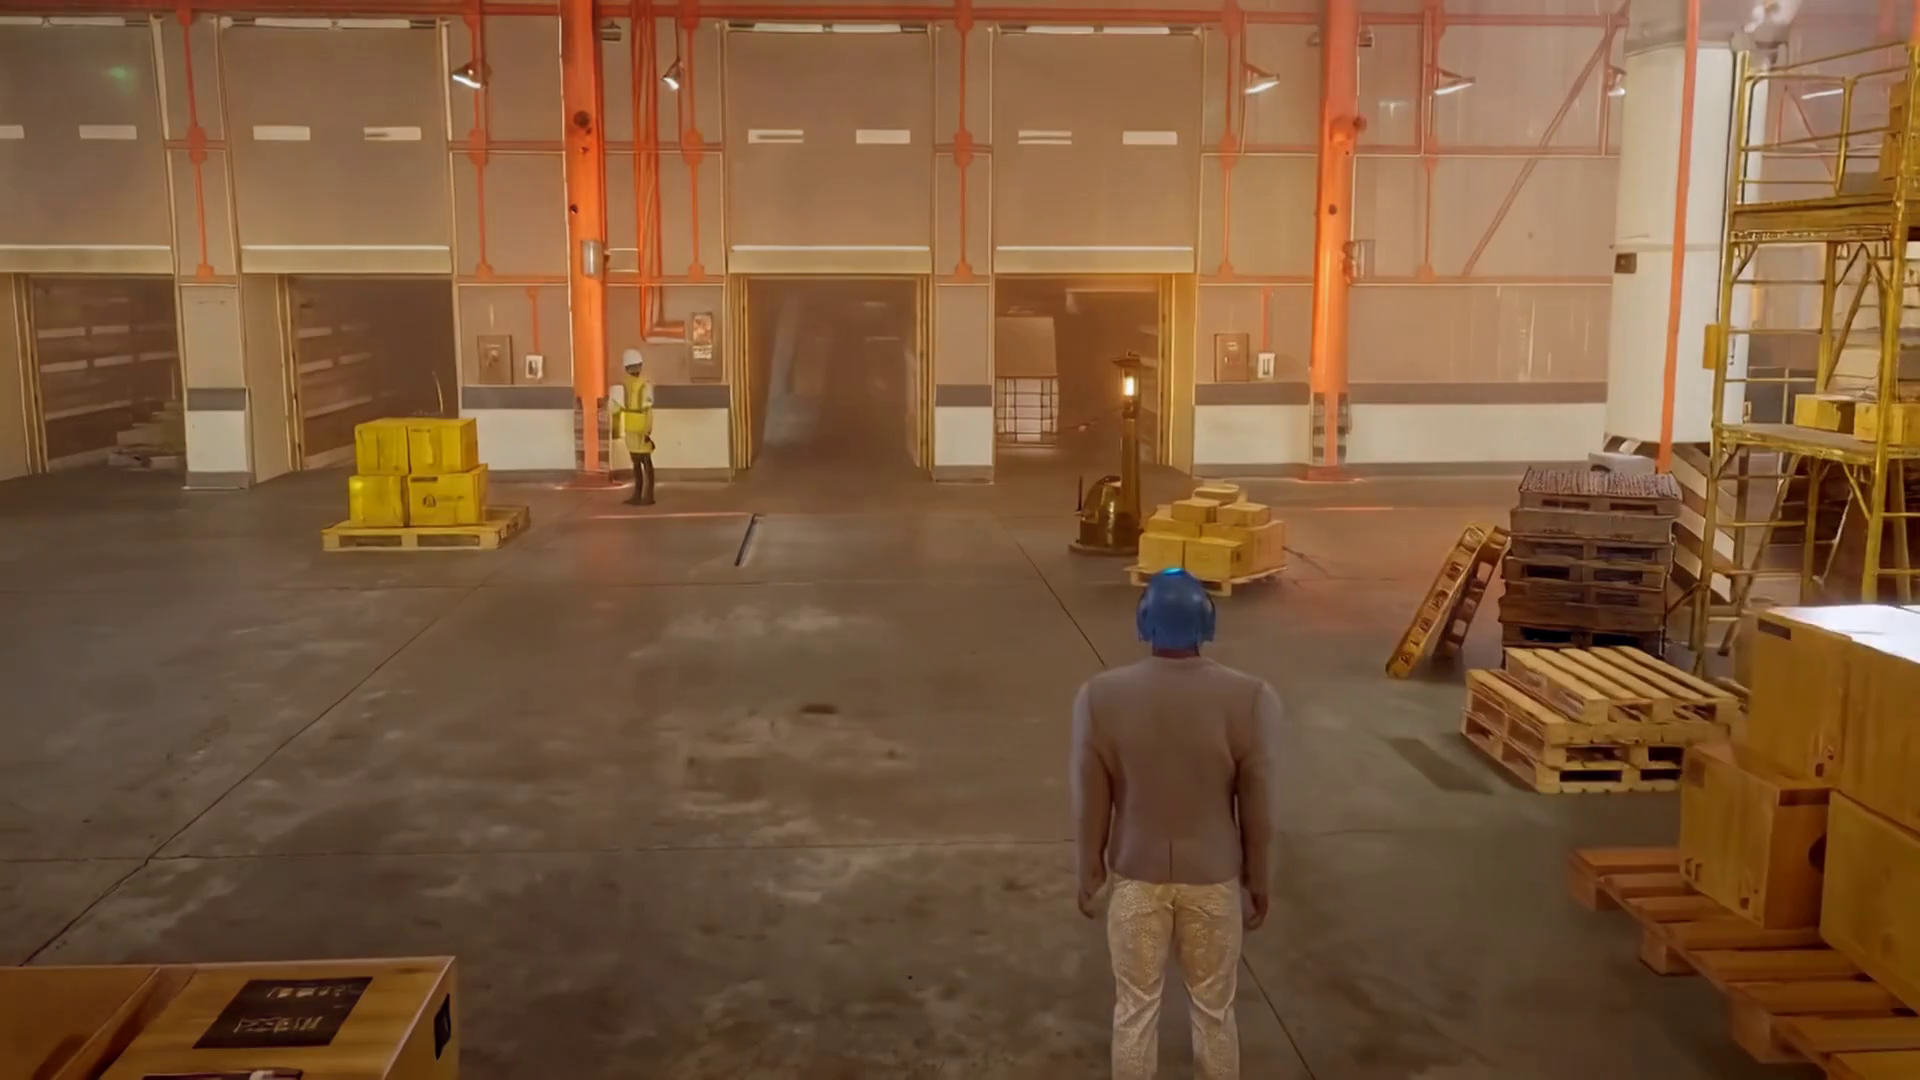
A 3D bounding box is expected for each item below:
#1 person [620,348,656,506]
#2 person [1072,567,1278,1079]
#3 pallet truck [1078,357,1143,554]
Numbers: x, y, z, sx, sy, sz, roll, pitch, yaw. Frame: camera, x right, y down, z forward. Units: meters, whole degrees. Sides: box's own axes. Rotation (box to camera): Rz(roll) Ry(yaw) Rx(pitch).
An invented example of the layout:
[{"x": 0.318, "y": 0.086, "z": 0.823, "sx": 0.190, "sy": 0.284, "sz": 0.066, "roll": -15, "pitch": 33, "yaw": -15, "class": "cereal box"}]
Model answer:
[{"x": -3.969, "y": -1.383, "z": 20.415, "sx": 0.388, "sy": 1.930, "sz": 0.544, "roll": -9, "pitch": 12, "yaw": -43, "class": "person"}, {"x": 0.658, "y": 1.046, "z": 5.148, "sx": 0.627, "sy": 1.934, "sz": 0.372, "roll": 1, "pitch": 9, "yaw": 8, "class": "person"}, {"x": 2.088, "y": -0.836, "z": 16.757, "sx": 1.885, "sy": 1.965, "sz": 0.823, "roll": 2, "pitch": 9, "yaw": 13, "class": "pallet truck"}]
